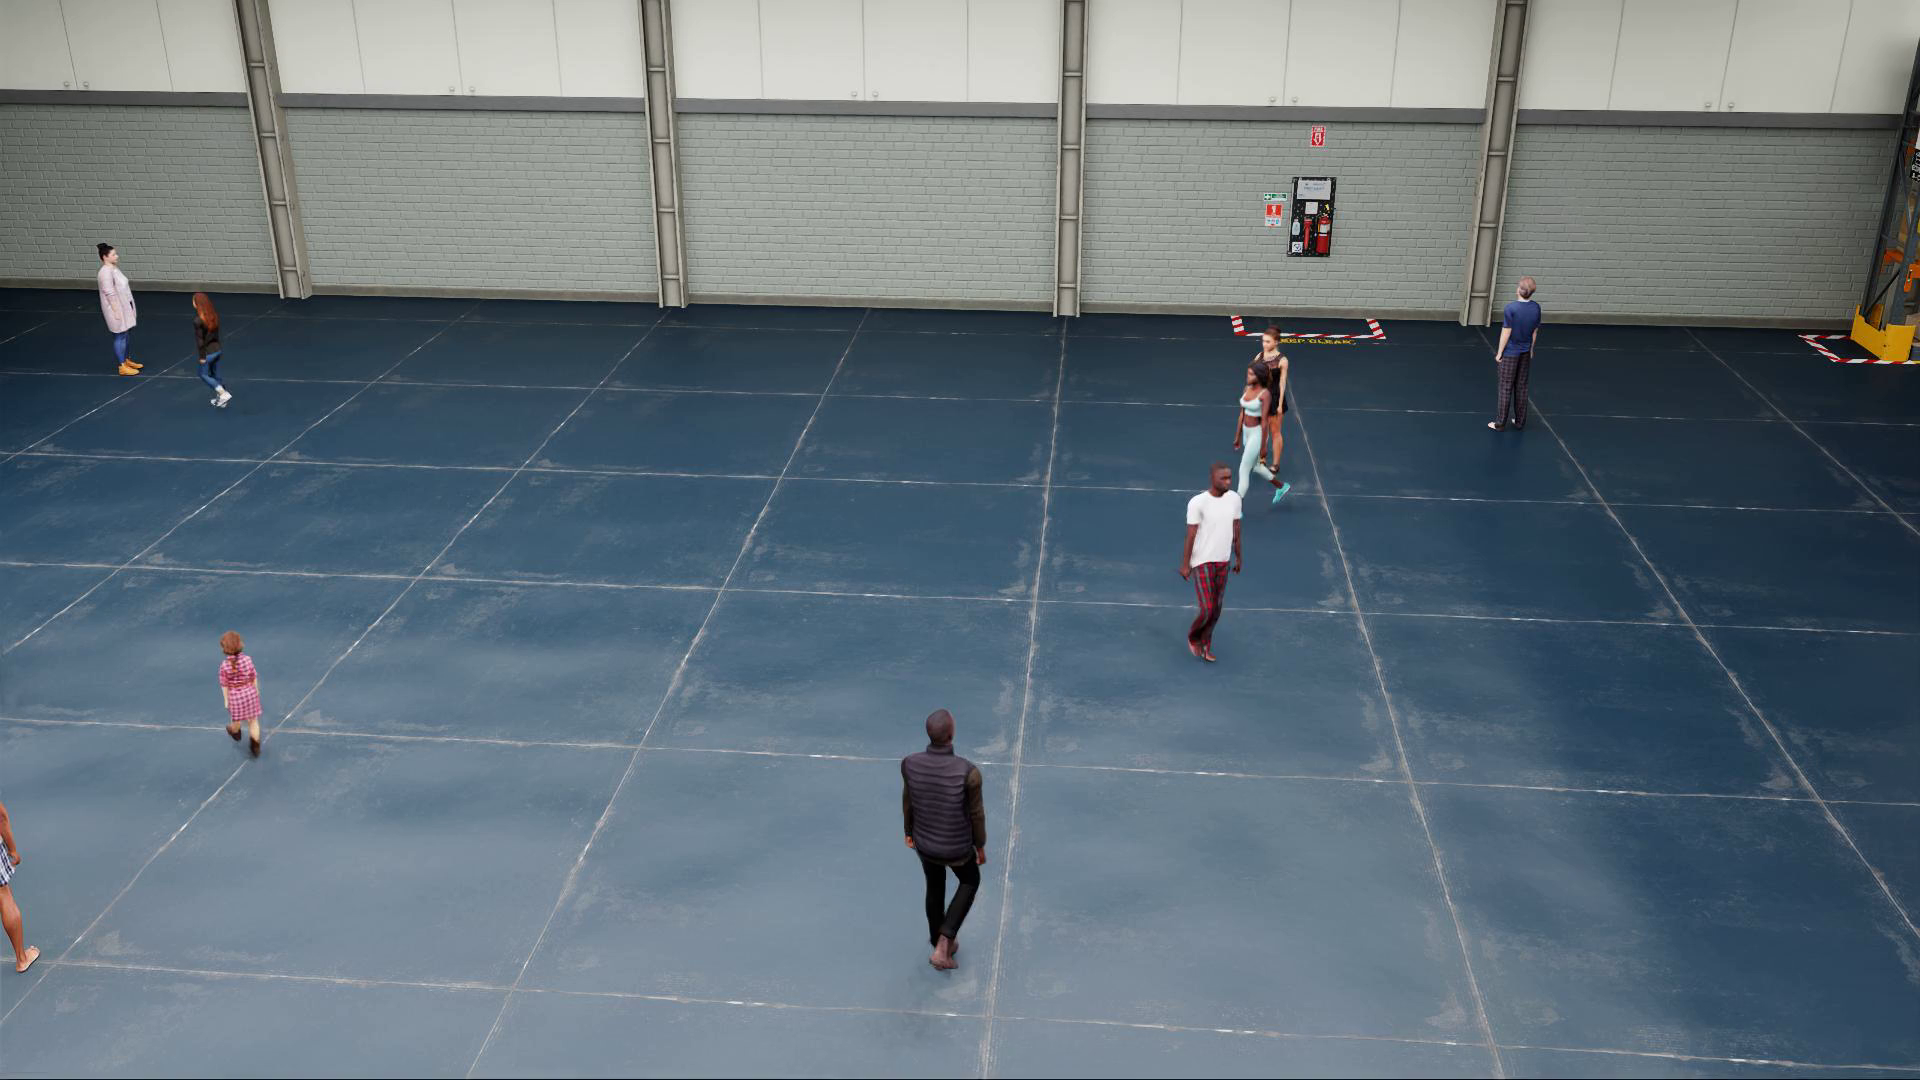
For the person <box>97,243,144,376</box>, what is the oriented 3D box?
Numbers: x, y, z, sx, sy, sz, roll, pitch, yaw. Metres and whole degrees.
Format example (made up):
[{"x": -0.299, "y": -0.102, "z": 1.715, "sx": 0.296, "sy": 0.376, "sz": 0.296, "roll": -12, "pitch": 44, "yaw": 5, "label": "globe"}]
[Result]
[{"x": -11.135, "y": -3.065, "z": 21.971, "sx": 0.744, "sy": 1.743, "sz": 0.766, "roll": -6, "pitch": 24, "yaw": -13, "label": "person"}]

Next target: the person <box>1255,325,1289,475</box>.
[{"x": 3.458, "y": -1.570, "z": 18.536, "sx": 0.675, "sy": 1.681, "sz": 0.752, "roll": 20, "pitch": 30, "yaw": 38, "label": "person"}]

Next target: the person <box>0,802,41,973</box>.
[{"x": -6.107, "y": 1.926, "z": 10.252, "sx": 0.619, "sy": 1.731, "sz": 0.774, "roll": -8, "pitch": 24, "yaw": -18, "label": "person"}]

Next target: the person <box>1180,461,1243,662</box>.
[{"x": 2.097, "y": 0.160, "z": 14.285, "sx": 0.778, "sy": 1.824, "sz": 0.875, "roll": -11, "pitch": 26, "yaw": -25, "label": "person"}]

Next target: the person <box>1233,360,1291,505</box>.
[{"x": 3.110, "y": -1.040, "z": 17.265, "sx": 1.161, "sy": 1.701, "sz": 0.903, "roll": -9, "pitch": 25, "yaw": -20, "label": "person"}]

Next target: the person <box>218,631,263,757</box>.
[{"x": -5.554, "y": 1.207, "z": 12.870, "sx": 0.683, "sy": 1.004, "sz": 0.738, "roll": -18, "pitch": 29, "yaw": -36, "label": "person"}]

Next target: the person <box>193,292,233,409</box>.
[{"x": -9.238, "y": -2.333, "z": 20.597, "sx": 0.636, "sy": 1.472, "sz": 0.608, "roll": 5, "pitch": 24, "yaw": 12, "label": "person"}]

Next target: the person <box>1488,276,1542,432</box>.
[{"x": 6.638, "y": -2.226, "z": 19.836, "sx": 0.606, "sy": 1.871, "sz": 0.786, "roll": -6, "pitch": 24, "yaw": -14, "label": "person"}]

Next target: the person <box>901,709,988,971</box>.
[{"x": -0.128, "y": 1.899, "z": 10.191, "sx": 0.788, "sy": 1.828, "sz": 0.884, "roll": 10, "pitch": 25, "yaw": 21, "label": "person"}]
